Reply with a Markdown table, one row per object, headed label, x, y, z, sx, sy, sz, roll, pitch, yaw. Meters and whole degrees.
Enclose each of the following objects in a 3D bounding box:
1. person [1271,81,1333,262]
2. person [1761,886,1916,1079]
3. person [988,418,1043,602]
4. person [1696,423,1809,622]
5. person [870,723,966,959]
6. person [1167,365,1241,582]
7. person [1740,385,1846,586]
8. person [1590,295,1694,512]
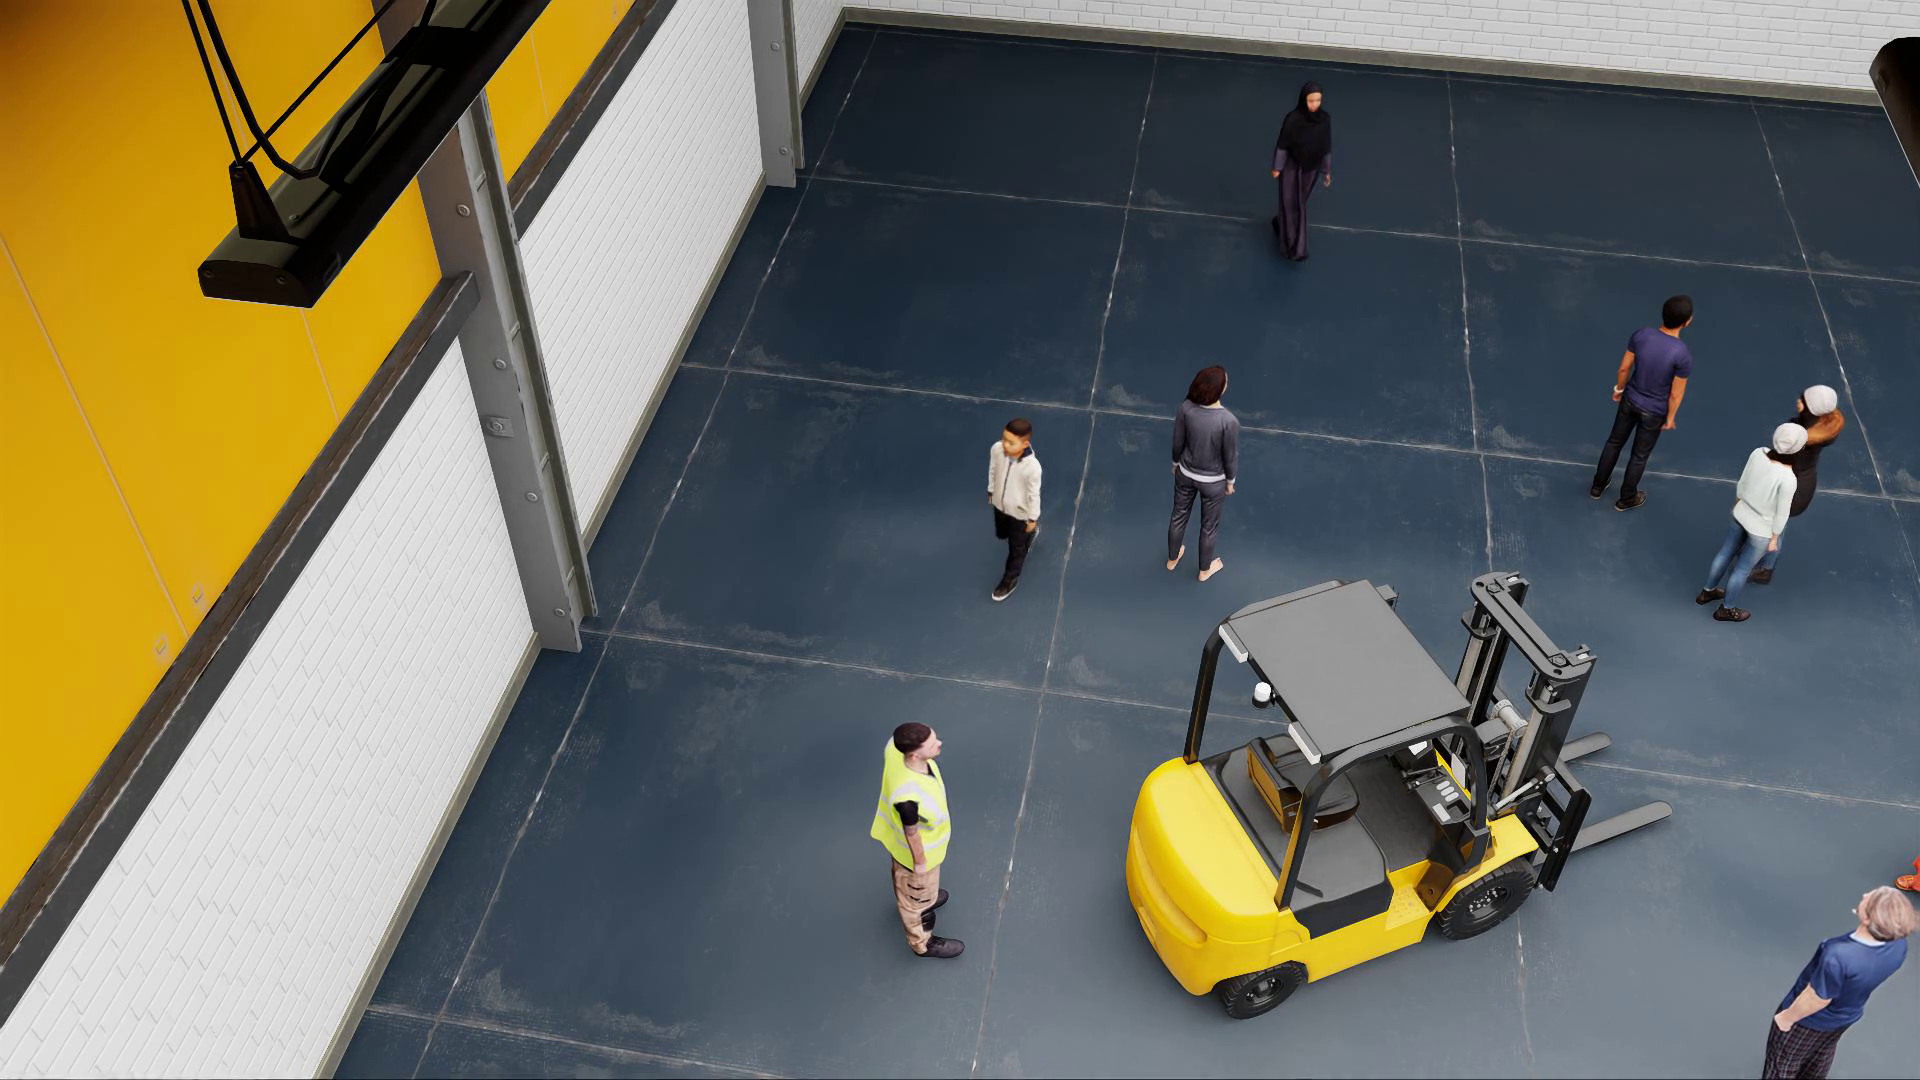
| label | x | y | z | sx | sy | sz | roll | pitch | yaw |
| --- | --- | --- | --- | --- | --- | --- | --- | --- | --- |
| person | 2.920 | -3.293 | 14.420 | 0.908 | 1.607 | 1.092 | -14 | 45 | -14 |
| person | 4.324 | 2.335 | 8.321 | 0.738 | 1.871 | 0.729 | -15 | 46 | -15 |
| person | 0.407 | -0.274 | 11.371 | 0.831 | 1.442 | 0.951 | 30 | 51 | 28 |
| person | 5.300 | -0.131 | 11.074 | 0.705 | 1.644 | 0.588 | -13 | 45 | -13 |
| person | -0.230 | 1.607 | 9.103 | 0.861 | 1.847 | 0.774 | -7 | 44 | -7 |
| person | 1.647 | -0.457 | 11.326 | 0.679 | 1.768 | 0.633 | 22 | 48 | 21 |
| person | 5.669 | -0.365 | 11.334 | 0.771 | 1.624 | 0.647 | 25 | 49 | 24 |
| person | 4.870 | -0.973 | 11.850 | 0.750 | 1.793 | 0.718 | -31 | 52 | -28 |
